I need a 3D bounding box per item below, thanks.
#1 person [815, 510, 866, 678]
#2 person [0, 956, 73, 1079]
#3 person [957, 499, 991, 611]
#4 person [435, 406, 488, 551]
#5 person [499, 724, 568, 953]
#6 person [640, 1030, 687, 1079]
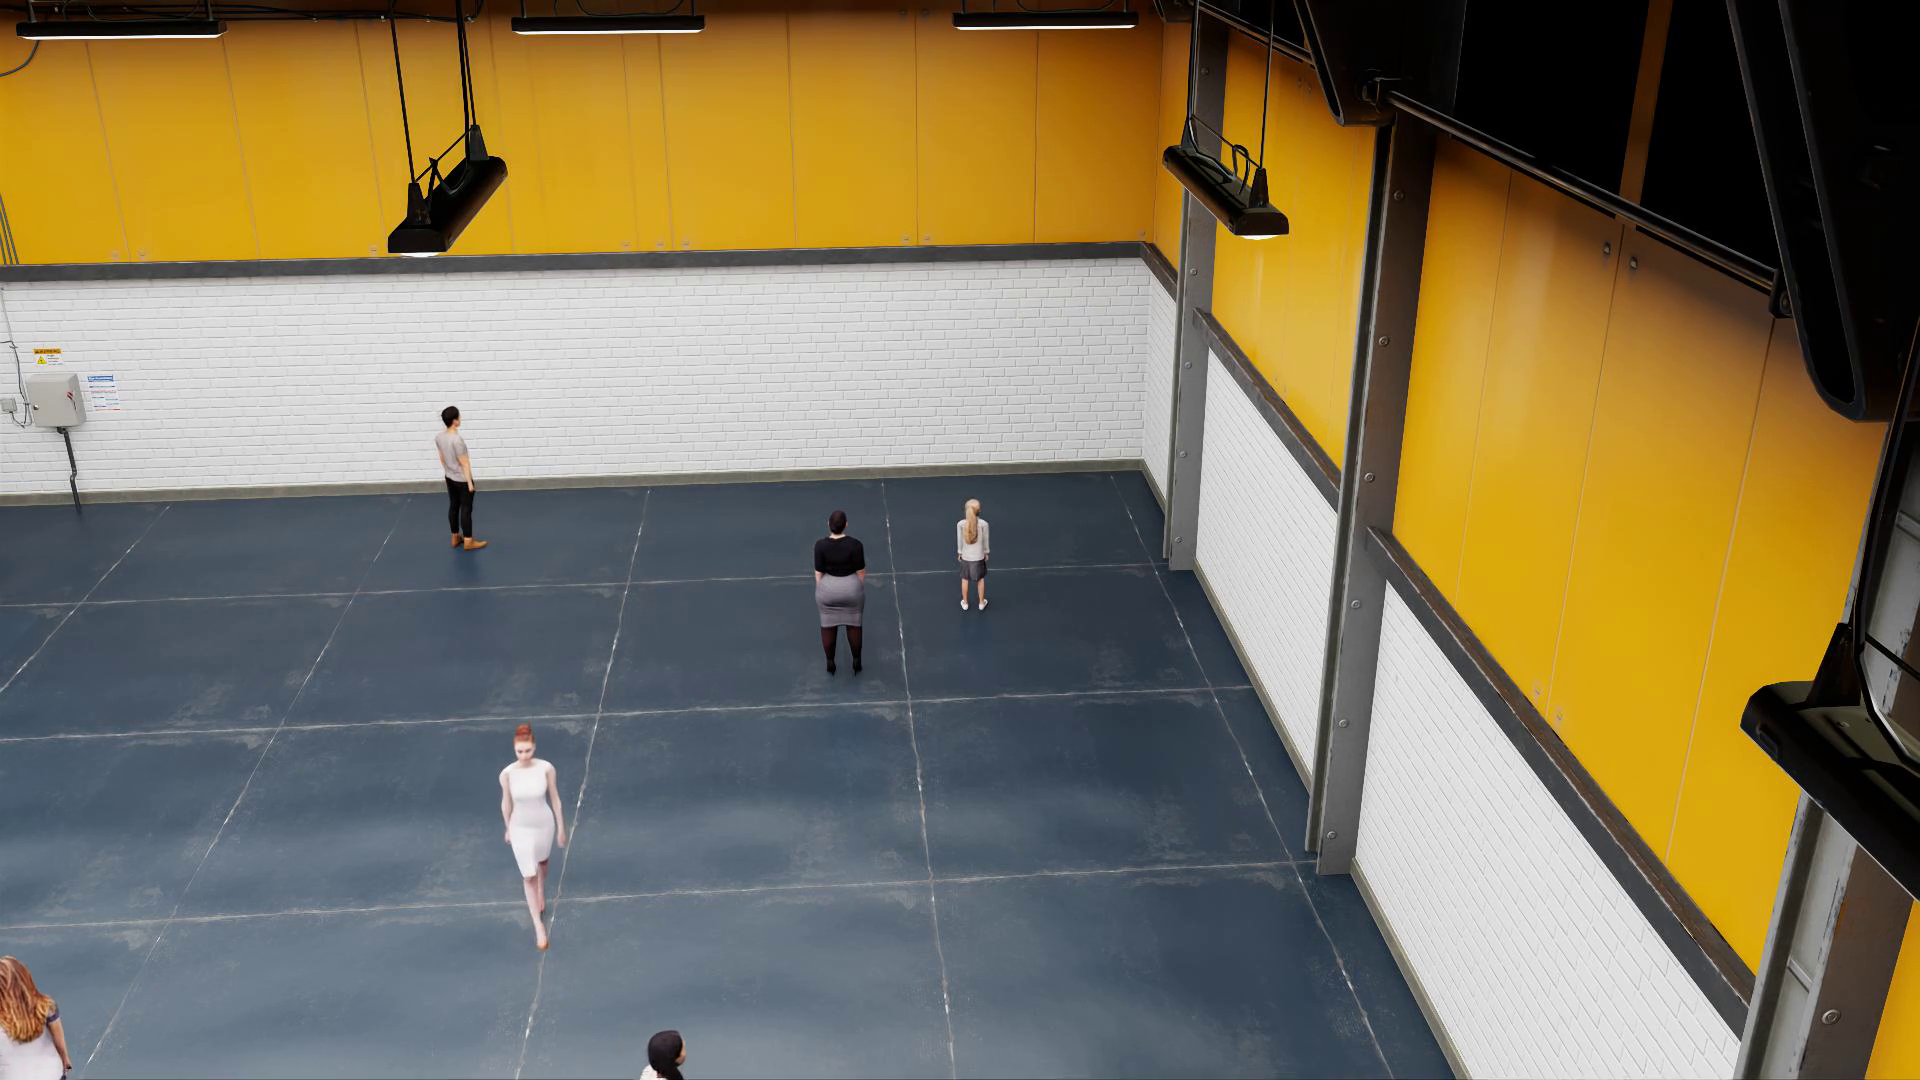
[{"bbox_3d":[-1.180,0.528,16.472,0.671,1.760,0.619,0,24,-1],"label":"person"},{"bbox_3d":[-5.618,3.332,10.111,0.738,1.717,0.778,-19,30,-37],"label":"person"},{"bbox_3d":[0.143,0.147,17.948,0.525,1.276,0.541,1,24,2],"label":"person"},{"bbox_3d":[-5.865,-0.732,19.406,0.679,1.718,0.732,18,29,35],"label":"person"},{"bbox_3d":[-3.255,2.175,12.709,0.762,1.756,1.100,-7,25,-16],"label":"person"},{"bbox_3d":[-1.642,3.559,9.551,0.730,1.751,0.601,-14,27,-29],"label":"person"}]
